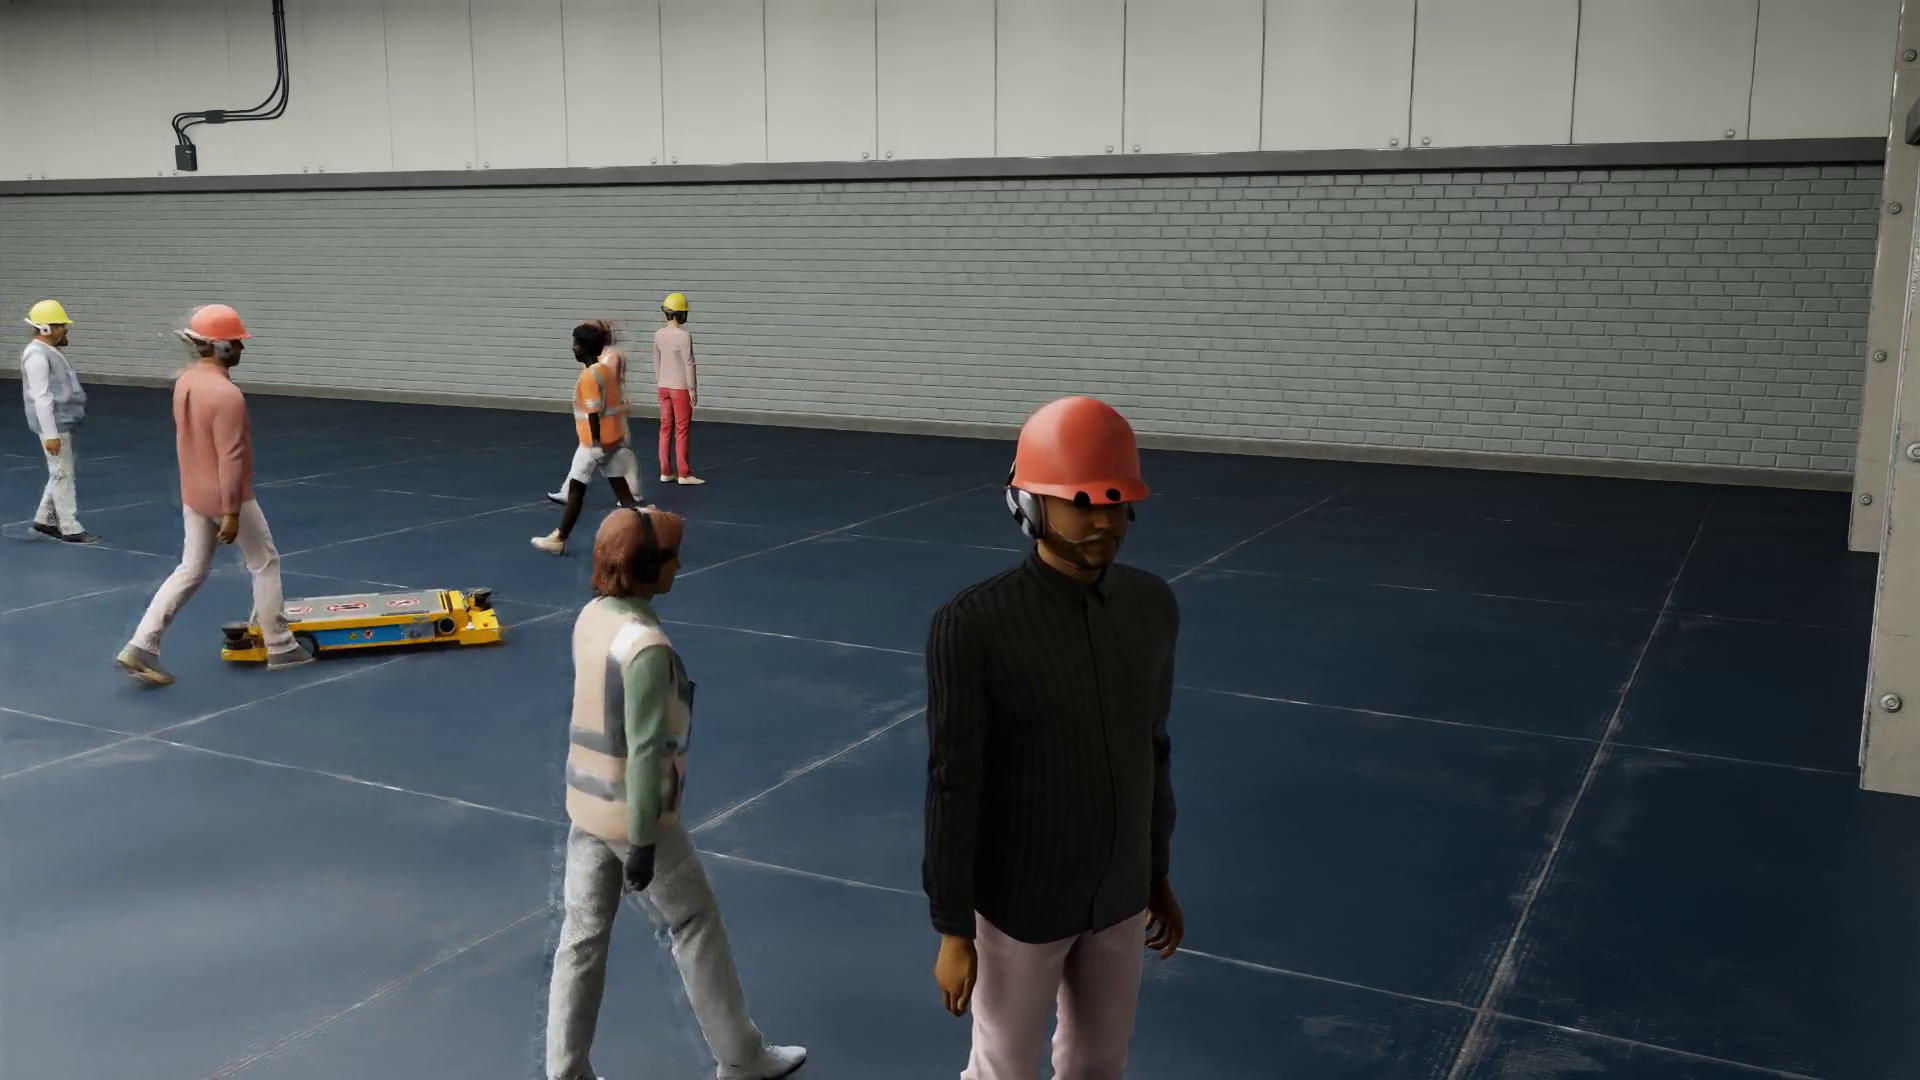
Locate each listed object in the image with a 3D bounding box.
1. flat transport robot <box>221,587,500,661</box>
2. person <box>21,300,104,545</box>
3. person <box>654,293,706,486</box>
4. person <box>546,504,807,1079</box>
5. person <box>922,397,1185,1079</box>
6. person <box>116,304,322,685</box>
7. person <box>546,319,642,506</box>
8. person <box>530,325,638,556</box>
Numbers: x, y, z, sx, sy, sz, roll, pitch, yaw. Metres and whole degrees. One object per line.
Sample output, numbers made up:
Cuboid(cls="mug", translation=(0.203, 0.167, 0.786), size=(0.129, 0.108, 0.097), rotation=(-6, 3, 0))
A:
Cuboid(cls="flat transport robot", translation=(-3.357, 0.461, 9.357), size=(1.431, 0.197, 0.652), rotation=(-4, 11, -19))
Cuboid(cls="person", translation=(-6.713, -0.865, 12.361), size=(0.448, 1.833, 0.606), rotation=(-3, 11, -17))
Cuboid(cls="person", translation=(-2.604, -1.383, 15.339), size=(0.525, 1.769, 0.316), rotation=(9, 14, 40))
Cuboid(cls="person", translation=(-0.772, 0.704, 4.370), size=(0.774, 1.605, 0.525), rotation=(-7, 12, -34))
Cuboid(cls="person", translation=(0.210, 0.706, 3.318), size=(0.622, 1.992, 0.396), rotation=(-7, 13, -35))
Cuboid(cls="person", translation=(-3.884, -0.231, 8.561), size=(0.610, 1.958, 0.975), rotation=(8, 13, 36))
Cuboid(cls="person", translation=(-3.044, -1.040, 13.924), size=(0.514, 1.591, 0.884), rotation=(10, 14, 42))
Cuboid(cls="person", translation=(-2.669, -0.701, 11.889), size=(0.856, 1.654, 0.539), rotation=(2, 11, 9))
